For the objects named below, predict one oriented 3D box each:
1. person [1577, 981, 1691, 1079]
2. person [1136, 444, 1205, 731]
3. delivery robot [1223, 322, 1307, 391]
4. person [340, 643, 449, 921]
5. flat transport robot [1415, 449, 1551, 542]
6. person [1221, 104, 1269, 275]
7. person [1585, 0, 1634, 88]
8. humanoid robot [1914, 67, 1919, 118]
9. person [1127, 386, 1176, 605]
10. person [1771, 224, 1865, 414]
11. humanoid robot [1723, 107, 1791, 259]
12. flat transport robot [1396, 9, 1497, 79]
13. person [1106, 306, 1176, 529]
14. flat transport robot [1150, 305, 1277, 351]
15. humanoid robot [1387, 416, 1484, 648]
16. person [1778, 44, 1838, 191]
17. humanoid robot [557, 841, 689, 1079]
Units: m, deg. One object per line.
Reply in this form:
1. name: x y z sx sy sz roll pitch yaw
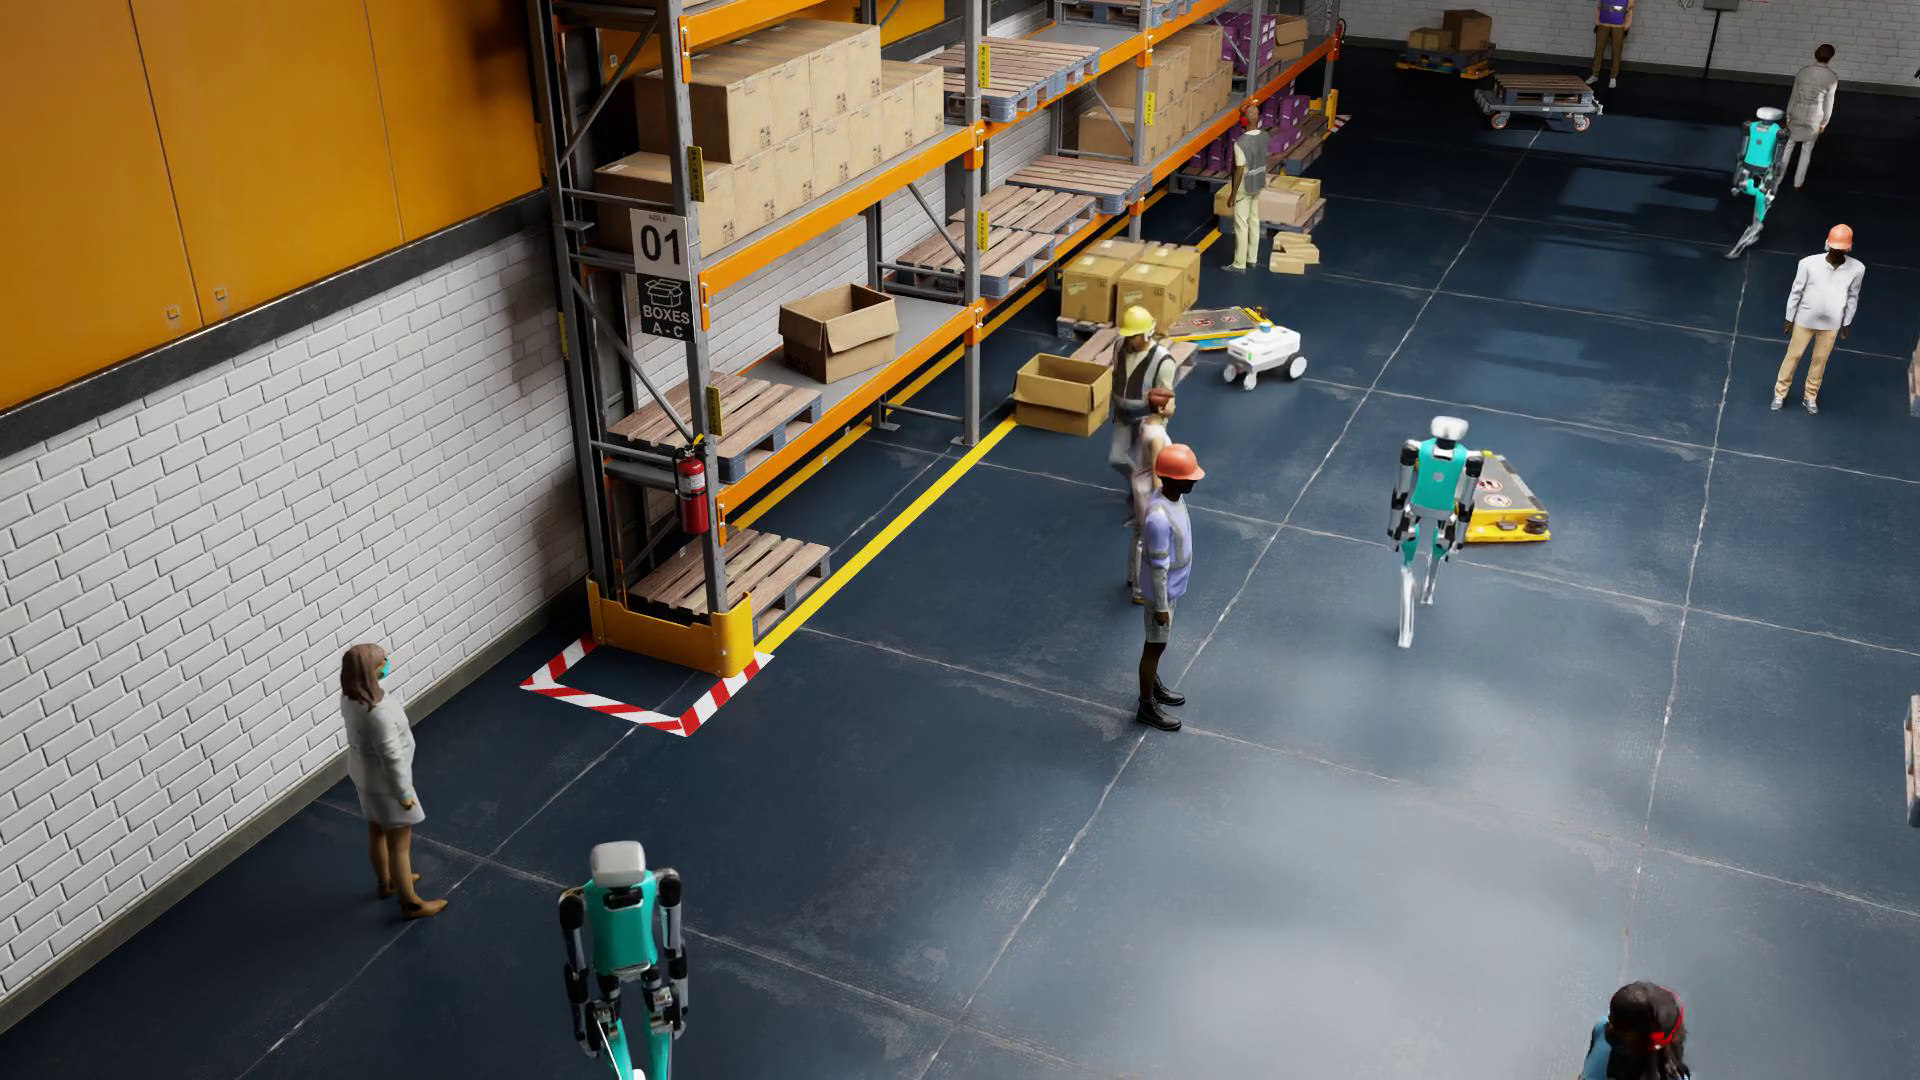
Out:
1. person: 2.641 2.451 6.547 0.822 1.840 0.601 -8 29 -15
2. person: 1.305 0.280 10.453 0.355 1.938 0.541 7 29 12
3. delivery robot: 2.875 -1.768 15.698 0.774 0.588 0.499 -19 34 -31
4. person: -3.064 1.275 8.895 0.343 1.659 0.486 -22 35 -35
5. flat transport robot: 4.206 -0.388 13.448 0.659 0.231 1.431 -1 28 -3
6. person: 3.136 -3.818 18.149 0.378 1.841 0.565 23 36 36
7. person: 10.181 -8.043 25.912 0.558 1.918 0.454 21 35 34
8. humanoid robot: 14.158 -6.836 23.929 0.590 1.634 0.576 -8 29 -15
9. person: 1.367 -0.322 11.865 0.279 1.655 0.455 -2 28 -3
10. person: 7.653 -1.965 14.806 0.568 1.749 0.341 7 29 13
11. humanoid robot: 9.032 -4.017 18.673 1.030 1.751 0.542 -21 35 -34
12. flat transport robot: 7.911 -7.735 27.071 1.431 0.231 0.659 22 35 35
13. person: 1.380 -0.961 12.882 0.615 1.811 0.443 24 36 37
14. flat transport robot: 2.483 -2.080 16.584 1.431 0.231 0.659 -7 29 -13
15. humanoid robot: 3.251 -0.145 11.483 0.559 1.796 0.932 9 30 16
16. person: 10.672 -5.308 20.941 0.516 1.824 0.364 18 33 30
17. humanoid robot: -1.378 2.153 7.198 0.550 1.740 1.029 -11 30 -19
